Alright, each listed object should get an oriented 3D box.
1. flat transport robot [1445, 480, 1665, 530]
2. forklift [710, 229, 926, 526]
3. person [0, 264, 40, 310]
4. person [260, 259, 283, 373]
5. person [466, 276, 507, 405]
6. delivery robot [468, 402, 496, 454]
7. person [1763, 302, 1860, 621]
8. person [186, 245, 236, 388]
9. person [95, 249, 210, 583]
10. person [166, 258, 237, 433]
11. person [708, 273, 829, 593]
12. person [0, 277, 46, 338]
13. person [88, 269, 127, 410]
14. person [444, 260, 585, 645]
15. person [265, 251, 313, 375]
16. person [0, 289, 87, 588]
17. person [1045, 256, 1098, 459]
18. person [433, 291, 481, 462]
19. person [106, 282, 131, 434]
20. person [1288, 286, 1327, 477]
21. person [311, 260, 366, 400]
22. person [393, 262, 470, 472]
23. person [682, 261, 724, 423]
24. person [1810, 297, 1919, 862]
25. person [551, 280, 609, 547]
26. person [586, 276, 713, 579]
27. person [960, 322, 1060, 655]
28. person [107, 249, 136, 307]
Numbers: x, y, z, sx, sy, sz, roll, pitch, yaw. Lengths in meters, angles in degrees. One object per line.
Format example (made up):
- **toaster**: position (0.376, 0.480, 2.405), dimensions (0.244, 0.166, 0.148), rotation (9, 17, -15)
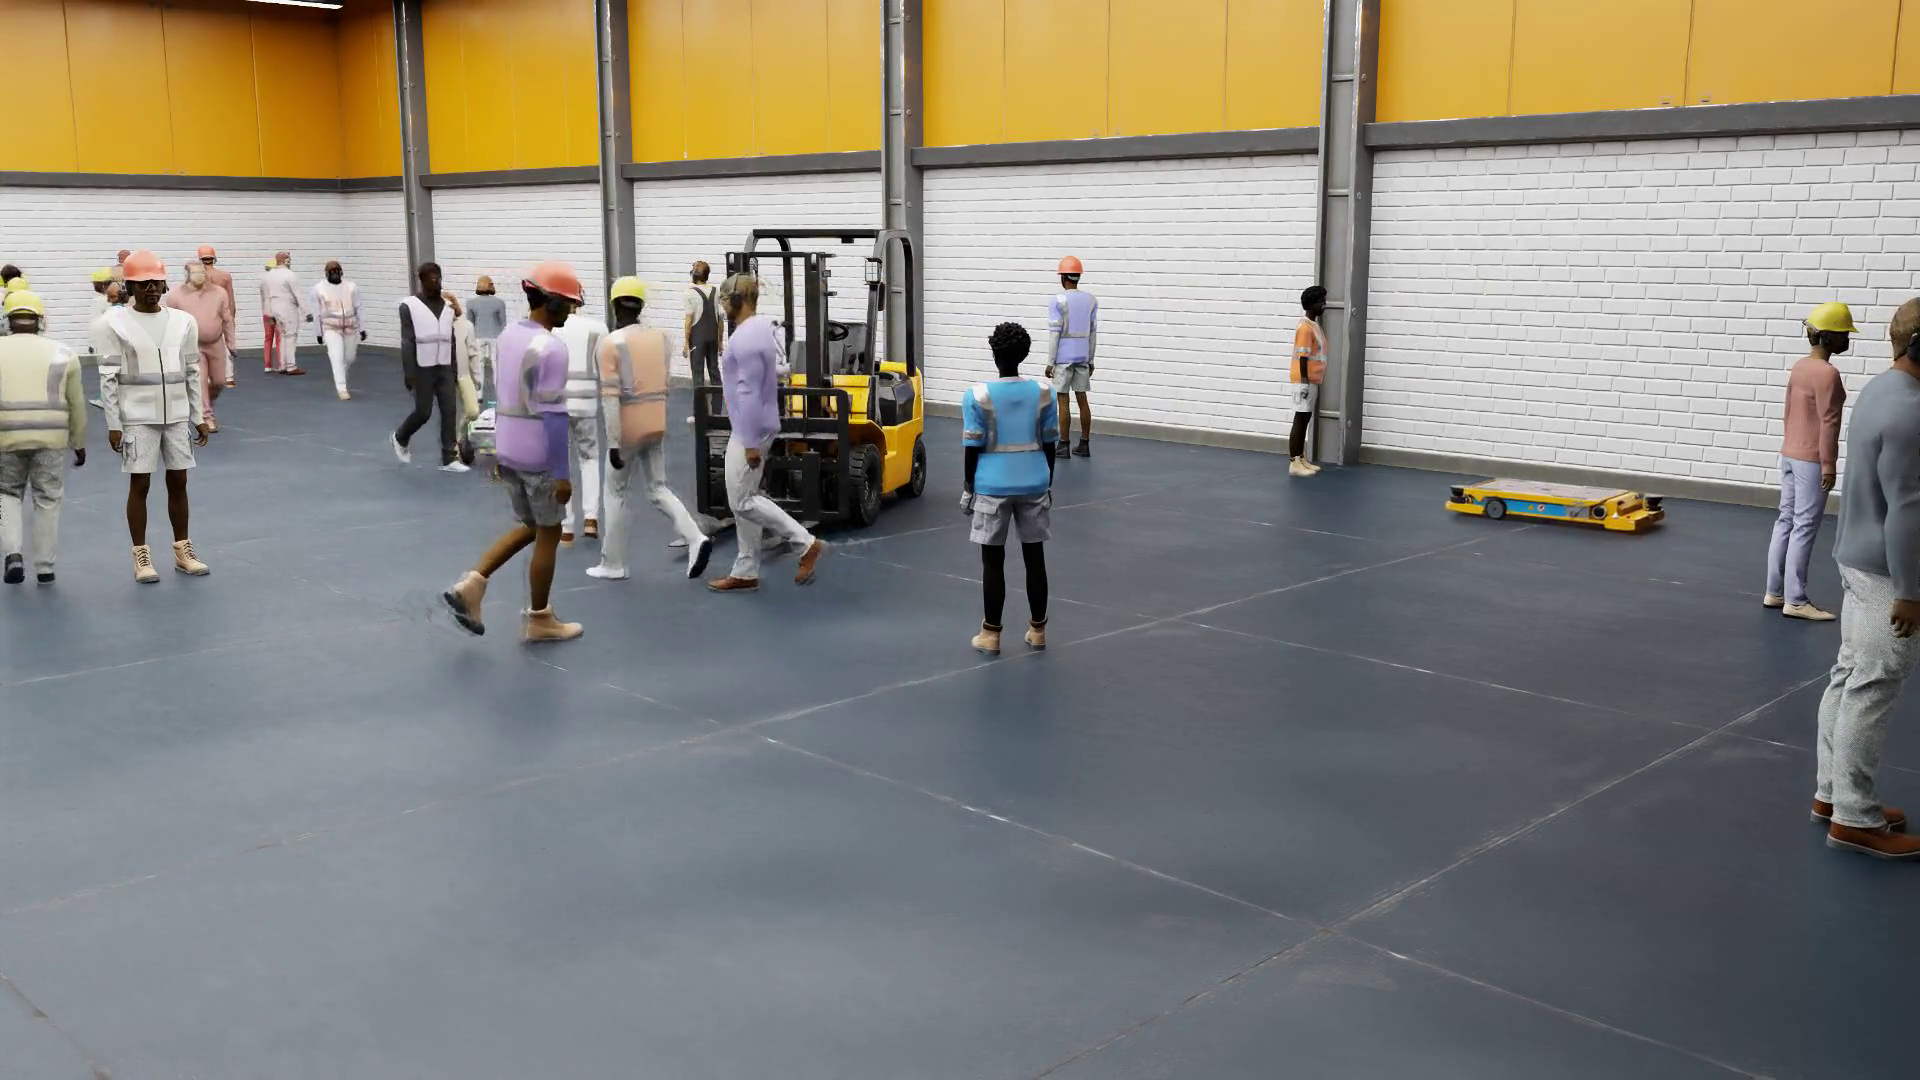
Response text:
- **flat transport robot**: position (4.472, -0.285, 12.526), dimensions (1.431, 0.197, 0.652), rotation (9, 14, 40)
- **forklift**: position (-1.050, -1.319, 12.920), dimensions (1.214, 2.155, 2.313), rotation (2, 11, 13)
- **person**: position (-10.044, -2.019, 17.776), dimensions (0.517, 1.815, 0.987), rotation (-7, 12, -33)
- **person**: position (-10.649, -3.478, 25.893), dimensions (0.522, 1.759, 0.349), rotation (5, 12, 25)
- **person**: position (-5.978, -2.522, 21.039), dimensions (0.497, 1.625, 0.288), rotation (-1, 10, -6)
- **delivery robot**: position (-4.412, -1.067, 15.759), dimensions (0.477, 0.478, 0.707), rotation (0, 10, -1)
- **person**: position (4.780, -0.442, 9.304), dimensions (0.327, 1.767, 0.533), rotation (1, 10, 5)
- **person**: position (-10.431, -3.106, 23.202), dimensions (0.612, 1.997, 0.375), rotation (-6, 12, -30)
- **person**: position (-4.969, -0.763, 10.296), dimensions (0.378, 2.044, 0.607), rotation (9, 14, 41)
- **person**: position (-8.273, -2.123, 18.146), dimensions (0.654, 1.888, 0.735), rotation (-8, 13, -39)
- **person**: position (-1.169, -0.621, 9.870), dimensions (0.627, 1.916, 0.630), rotation (0, 10, -2)
- **person**: position (-9.118, -1.686, 16.227), dimensions (0.494, 1.721, 0.680), rotation (-3, 11, -14)
- **person**: position (-10.302, -2.391, 20.059), dimensions (0.882, 1.722, 0.531), rotation (2, 11, 10)
- **person**: position (-2.239, -0.424, 8.536), dimensions (0.684, 2.011, 0.657), rotation (-9, 13, -39)
- **person**: position (-10.254, -3.463, 25.422), dimensions (0.664, 1.898, 0.476), rotation (7, 13, 35)
- **person**: position (-5.640, -0.607, 10.098), dimensions (0.617, 1.809, 0.445), rotation (-5, 11, -25)
- **person**: position (1.049, -1.749, 15.964), dimensions (0.552, 1.935, 0.365), rotation (-6, 12, -31)
- **person**: position (-4.673, -1.475, 15.333), dimensions (0.522, 1.620, 0.336), rotation (-7, 12, -32)
- **person**: position (-8.934, -1.929, 17.761), dimensions (0.307, 1.637, 0.525), rotation (-9, 14, -41)
- **person**: position (3.096, -1.412, 14.801), dimensions (0.318, 1.691, 0.532), rotation (4, 11, 19)
- **person**: position (-8.189, -2.774, 21.894), dimensions (0.617, 1.821, 0.832), rotation (-8, 13, -37)
- **person**: position (-4.830, -1.563, 15.055), dimensions (0.767, 1.896, 0.613), rotation (7, 12, 33)
- **person**: position (-2.913, -2.237, 18.873), dimensions (0.514, 1.846, 0.338), rotation (-8, 13, -39)
- **person**: position (3.224, 0.120, 5.770), dimensions (0.355, 1.938, 0.634), rotation (4, 11, 19)
- **person**: position (-2.690, -0.889, 11.468), dimensions (0.613, 1.864, 0.464), rotation (-3, 11, -17)
- **person**: position (-1.927, -0.670, 10.224), dimensions (0.780, 1.891, 0.593), rotation (8, 13, 36)
- **person**: position (0.252, -0.257, 8.481), dimensions (0.532, 1.697, 0.319), rotation (-4, 11, -18)
- **person**: position (-13.564, -3.780, 27.154), dimensions (0.642, 1.903, 0.402), rotation (-3, 11, -18)
